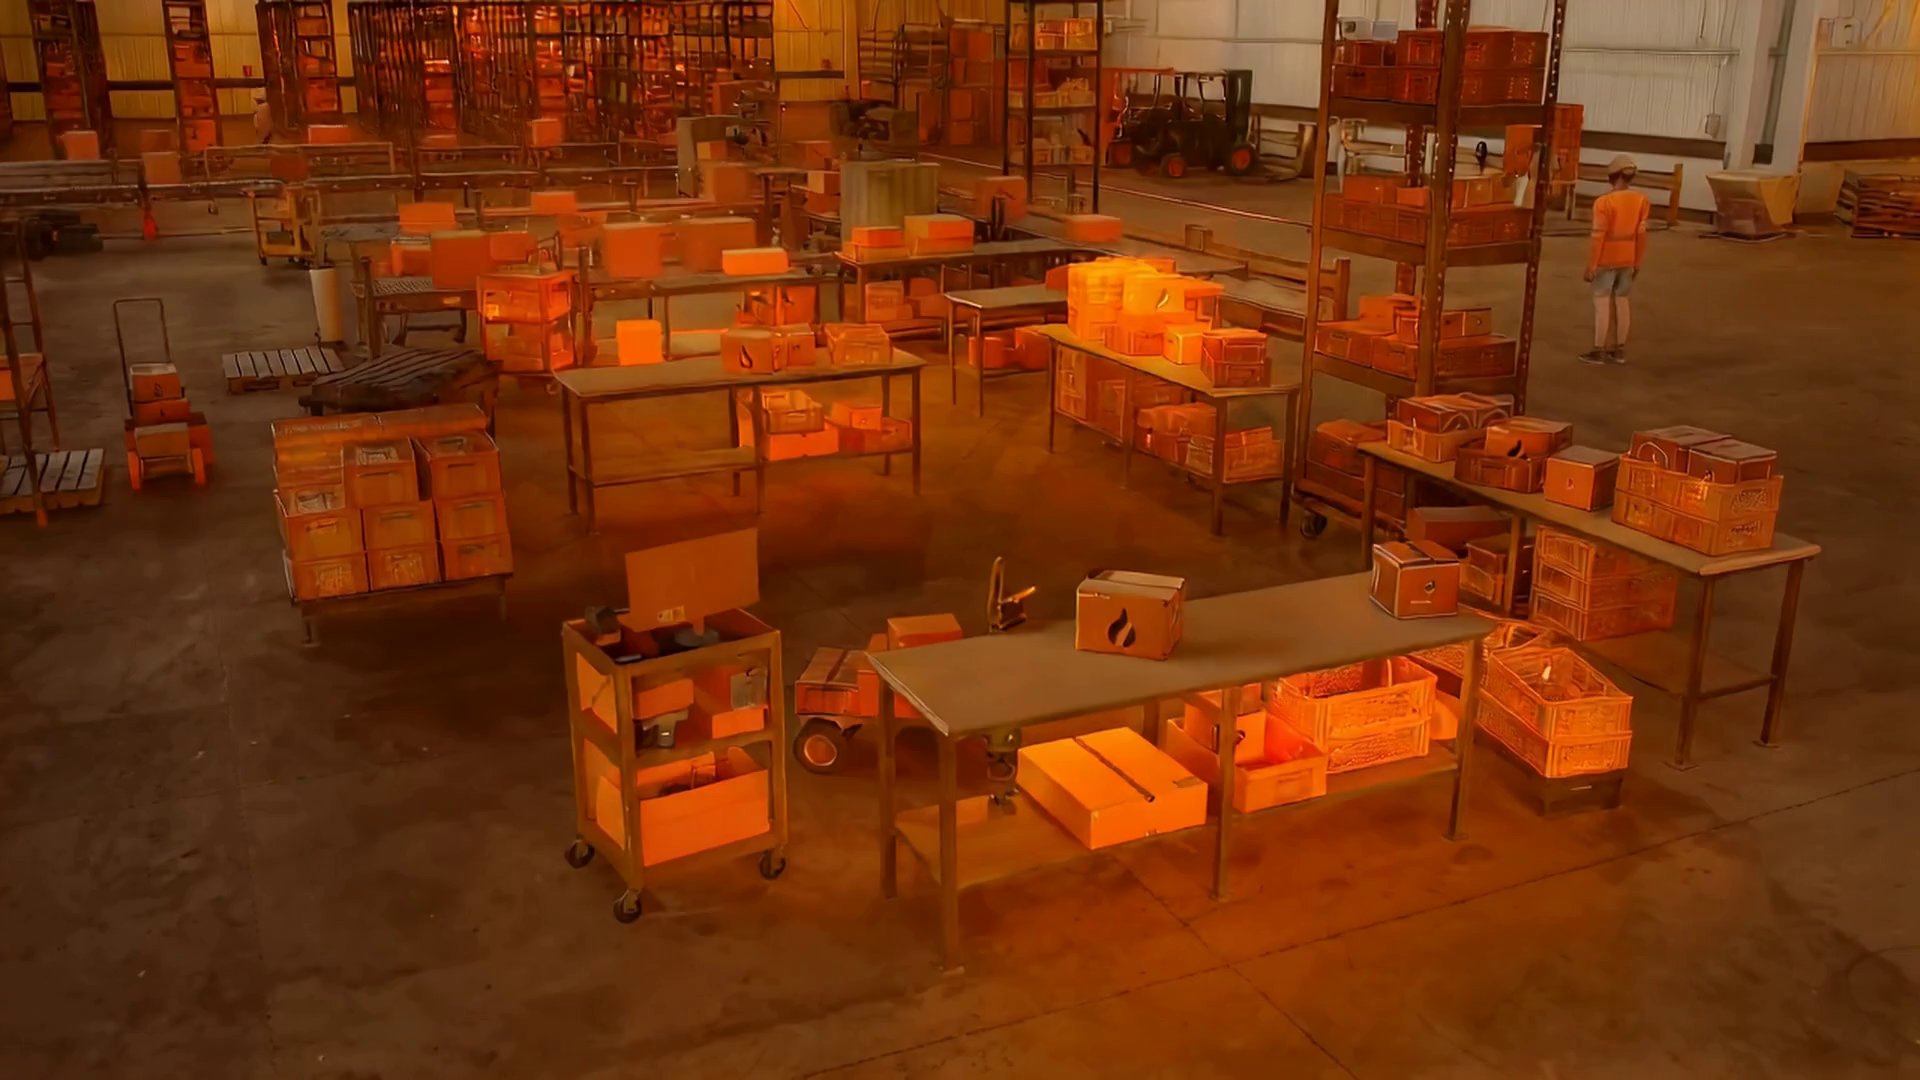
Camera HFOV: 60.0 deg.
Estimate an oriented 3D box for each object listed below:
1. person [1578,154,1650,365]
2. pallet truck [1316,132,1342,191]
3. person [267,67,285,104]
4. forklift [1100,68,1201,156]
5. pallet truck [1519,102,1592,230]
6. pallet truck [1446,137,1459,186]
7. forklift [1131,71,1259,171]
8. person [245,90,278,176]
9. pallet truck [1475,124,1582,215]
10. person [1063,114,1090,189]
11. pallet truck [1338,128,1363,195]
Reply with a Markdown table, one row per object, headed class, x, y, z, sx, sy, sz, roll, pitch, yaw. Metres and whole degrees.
| class | x | y | z | sx | sy | sz | roll | pitch | yaw |
| --- | --- | --- | --- | --- | --- | --- | --- | --- | --- |
| person | 6.407 | -2.747 | 16.345 | 0.605 | 2.045 | 0.387 | -4 | 18 | -13 |
| pallet truck | 7.723 | -7.504 | 32.656 | 1.601 | 1.201 | 0.680 | -8 | 19 | -23 |
| person | -20.964 | -13.569 | 50.848 | 1.003 | 1.784 | 0.582 | -14 | 22 | -36 |
| forklift | 4.082 | -9.564 | 37.410 | 2.680 | 1.987 | 1.157 | -8 | 19 | -23 |
| pallet truck | 9.972 | -6.037 | 26.785 | 1.885 | 1.965 | 0.823 | -9 | 20 | -25 |
| pallet truck | 9.184 | -6.485 | 29.328 | 1.630 | 1.274 | 0.653 | -8 | 19 | -23 |
| forklift | 4.998 | -8.936 | 35.413 | 2.680 | 1.987 | 1.157 | -9 | 20 | -25 |
| person | -14.816 | -8.683 | 35.469 | 0.931 | 1.796 | 0.582 | -5 | 18 | -16 |
| pallet truck | 9.707 | -6.455 | 28.103 | 1.885 | 1.965 | 0.823 | -7 | 19 | -20 |
| person | 2.336 | -7.823 | 32.593 | 0.416 | 1.894 | 0.661 | 7 | 19 | 22 |
| pallet truck | 7.845 | -7.140 | 31.411 | 1.522 | 1.261 | 0.704 | -9 | 20 | -25 |
